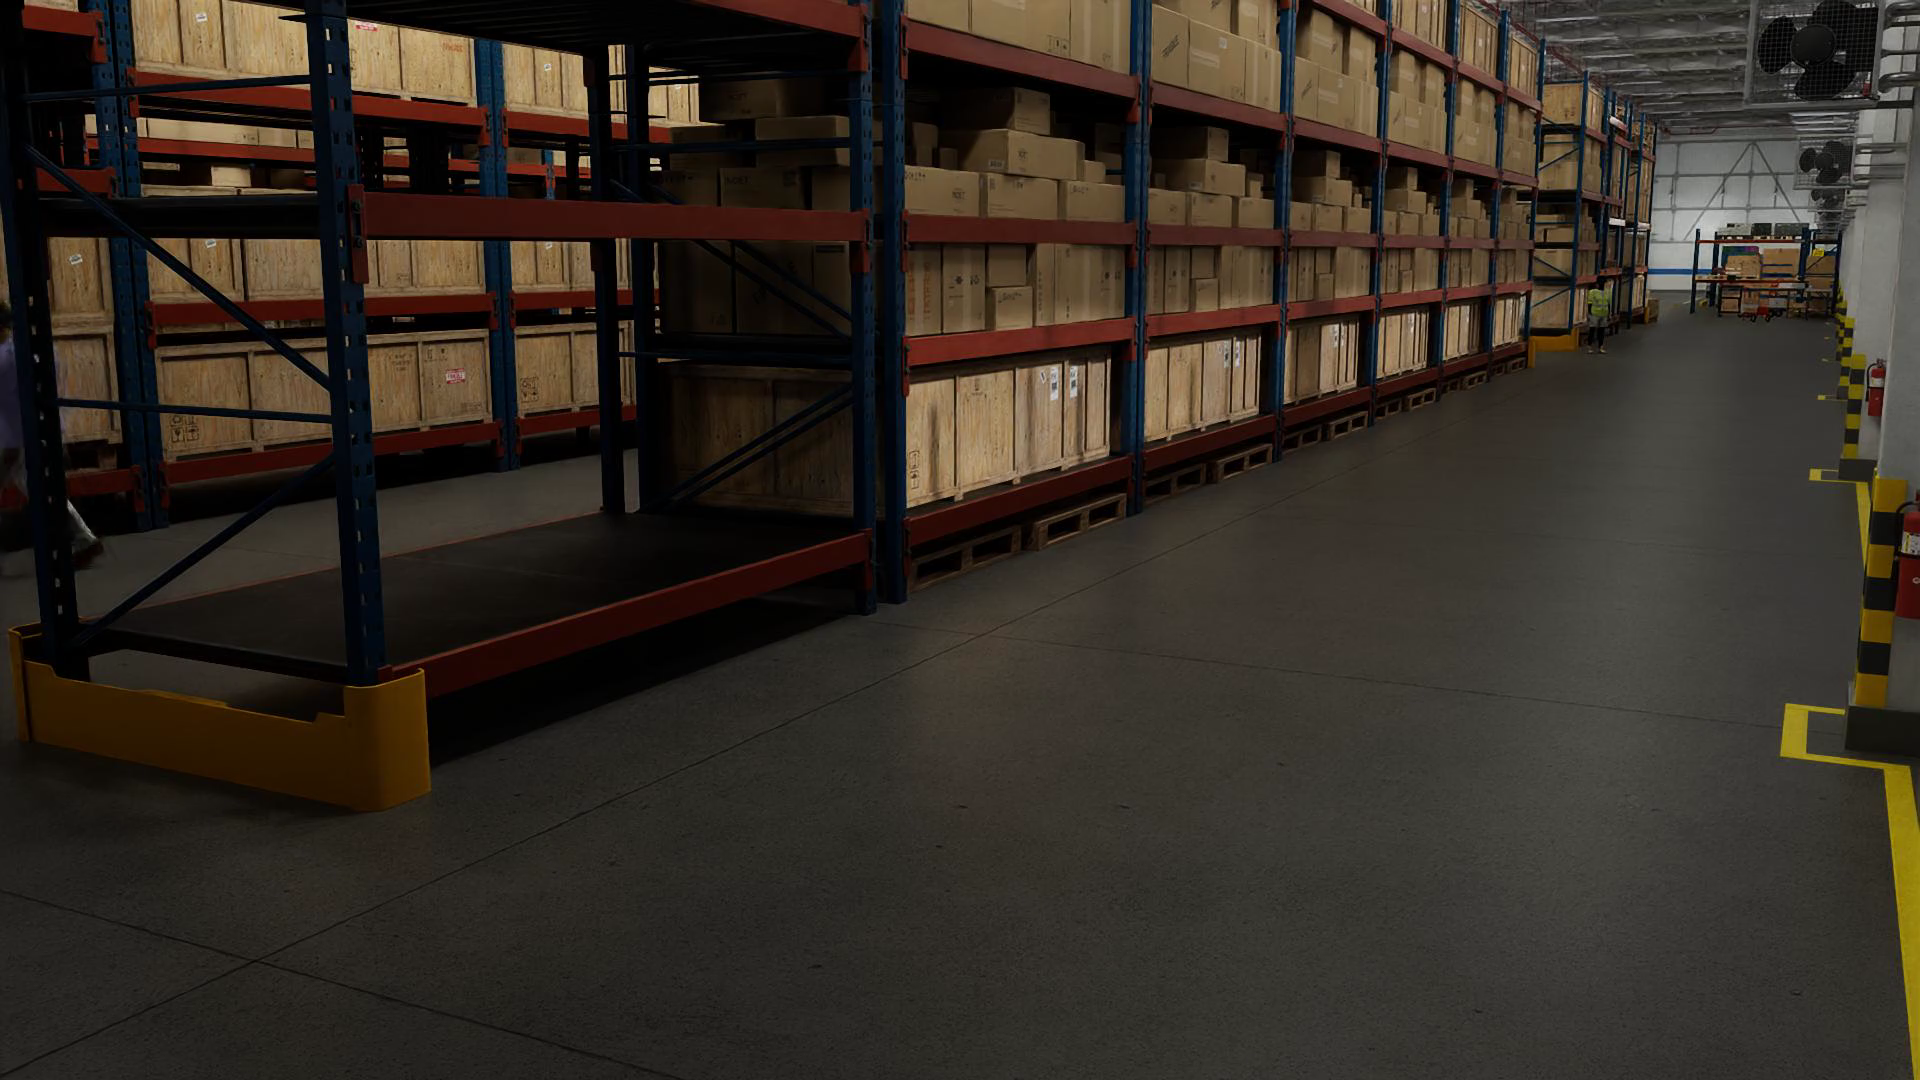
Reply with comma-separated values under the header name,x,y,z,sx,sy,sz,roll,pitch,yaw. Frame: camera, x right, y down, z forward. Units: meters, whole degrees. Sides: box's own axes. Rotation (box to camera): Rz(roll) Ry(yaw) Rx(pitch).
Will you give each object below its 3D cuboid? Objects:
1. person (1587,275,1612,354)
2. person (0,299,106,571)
name,x,y,z,sx,sy,sz,roll,pitch,yaw
person,13.781,-4.852,35.863,0.535,1.697,0.318,-1,10,-4
person,-6.296,-0.677,11.124,0.632,1.903,0.970,6,12,33
